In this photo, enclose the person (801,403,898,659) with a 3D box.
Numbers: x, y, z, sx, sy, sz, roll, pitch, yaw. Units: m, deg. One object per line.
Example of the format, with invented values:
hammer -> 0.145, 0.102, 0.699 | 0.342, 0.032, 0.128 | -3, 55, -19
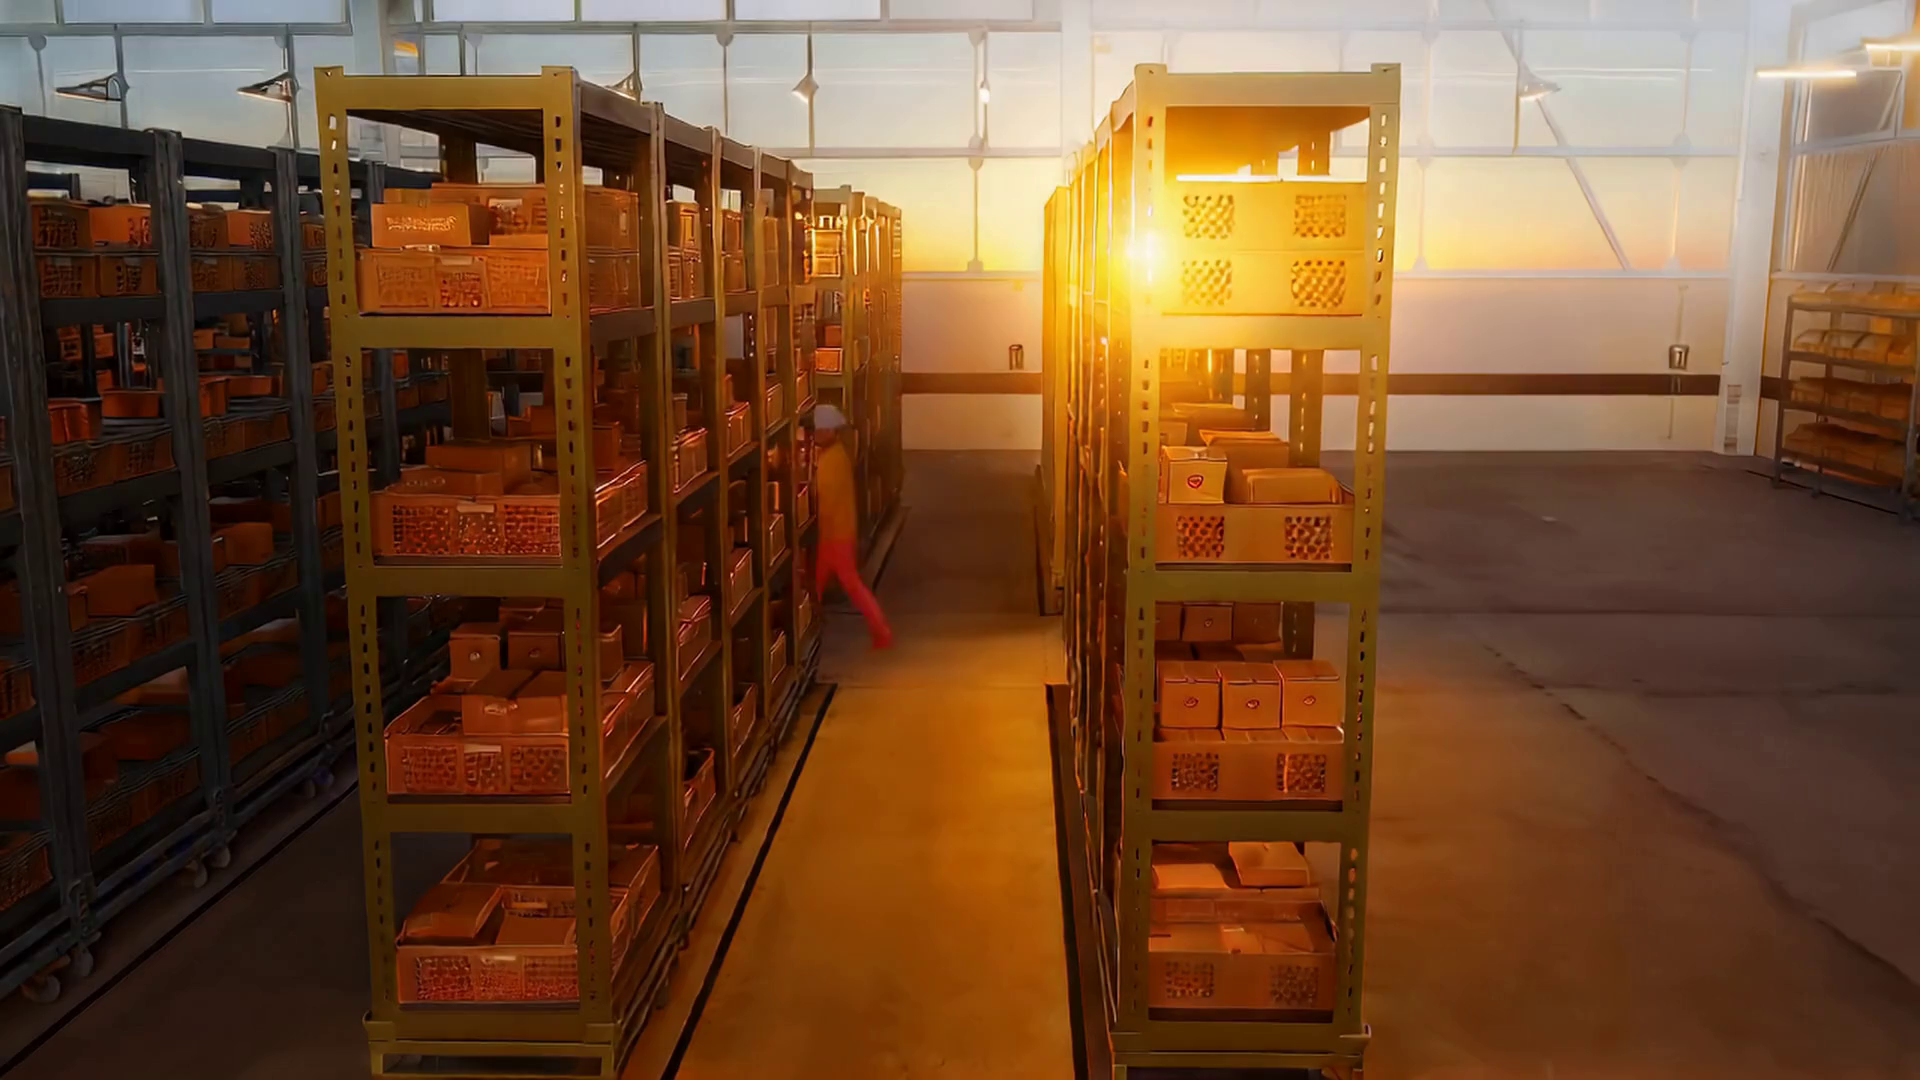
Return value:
person -> -0.953, -0.063, 12.565 | 1.062, 1.942, 0.633 | 1, 10, 4
